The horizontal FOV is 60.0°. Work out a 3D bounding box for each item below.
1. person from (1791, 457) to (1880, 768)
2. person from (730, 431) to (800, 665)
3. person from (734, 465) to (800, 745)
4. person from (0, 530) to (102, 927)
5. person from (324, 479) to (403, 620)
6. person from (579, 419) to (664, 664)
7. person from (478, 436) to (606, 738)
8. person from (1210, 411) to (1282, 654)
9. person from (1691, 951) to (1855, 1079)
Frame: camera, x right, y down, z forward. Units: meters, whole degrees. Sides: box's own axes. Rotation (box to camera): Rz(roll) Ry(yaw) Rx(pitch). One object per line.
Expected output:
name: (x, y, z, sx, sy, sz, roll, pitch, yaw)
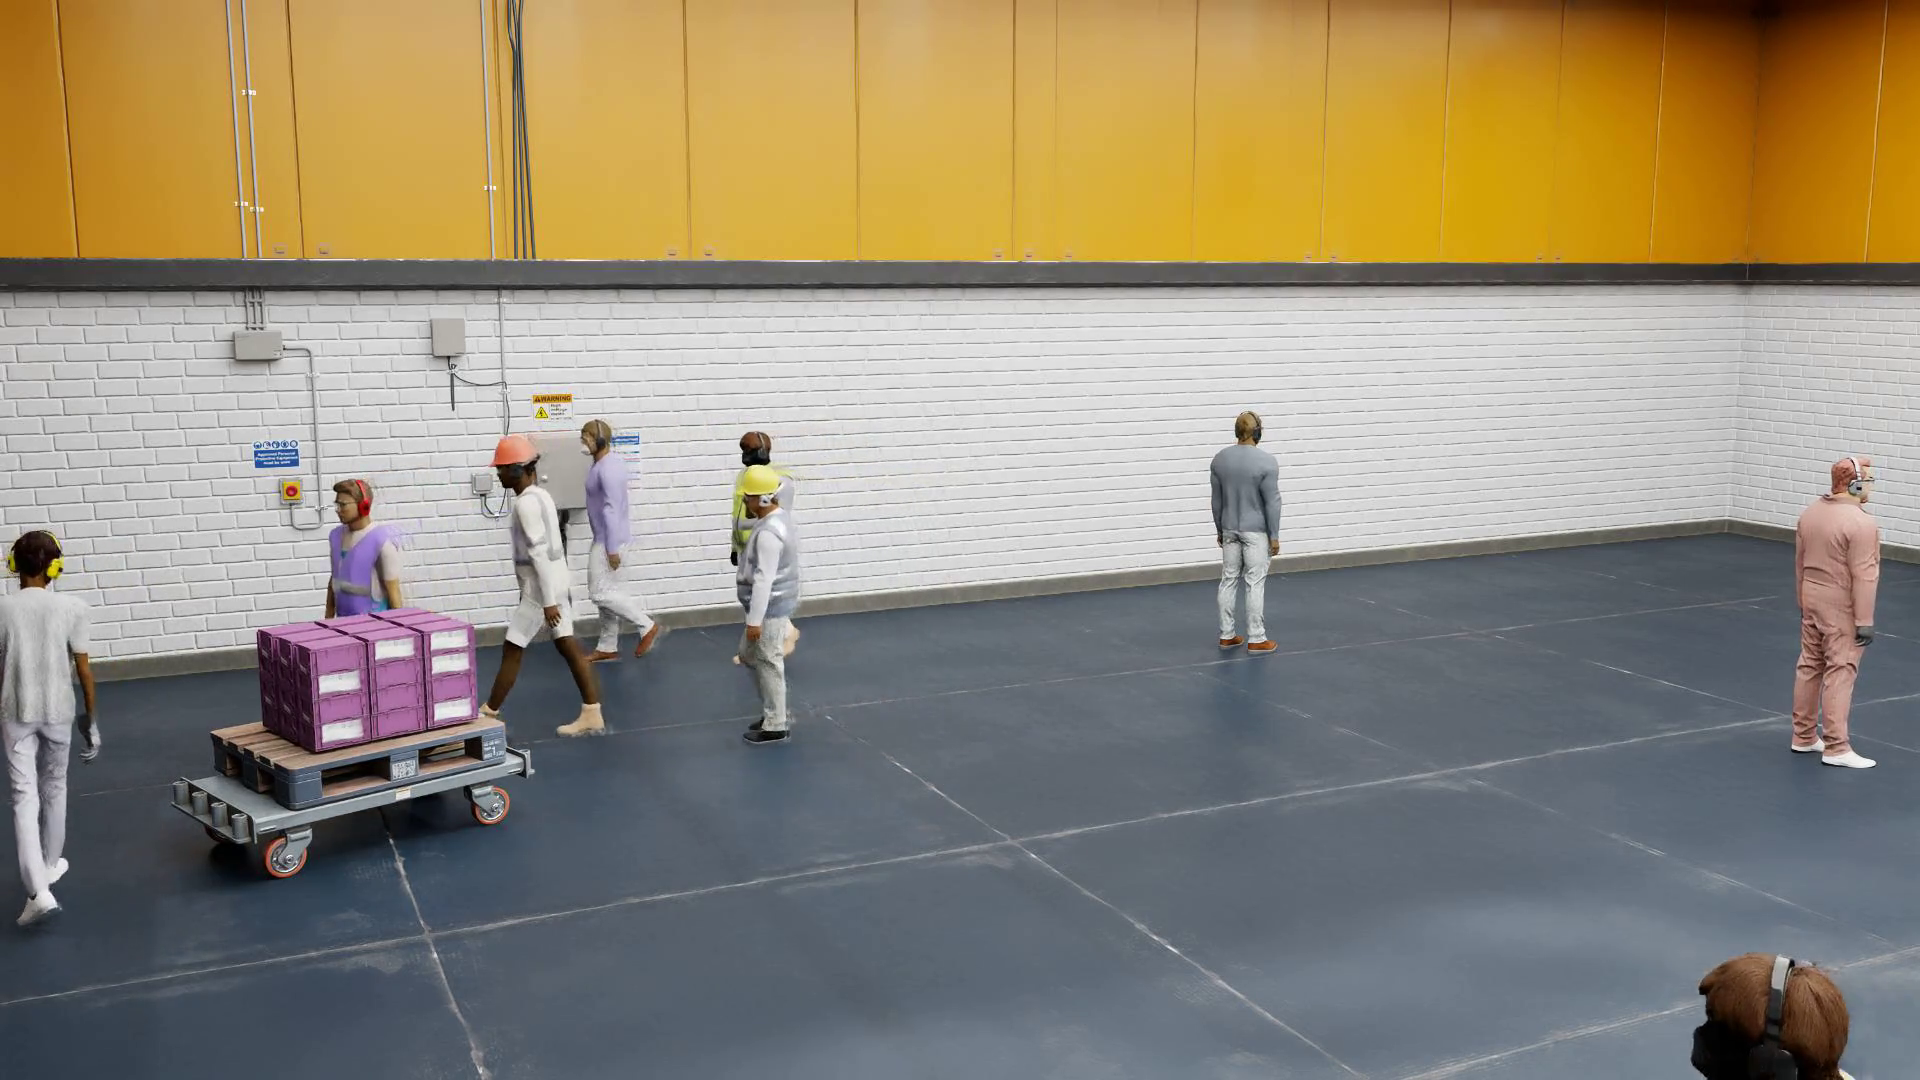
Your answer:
person: (5.439, 0.435, 10.281, 0.401, 1.910, 0.642, -1, 9, -5)
person: (-1.548, 0.068, 12.810, 0.444, 1.828, 0.647, -8, 12, -41)
person: (-1.252, 0.422, 10.614, 0.453, 1.819, 0.627, 0, 9, -3)
person: (-4.411, 0.869, 7.914, 0.572, 1.819, 0.984, -5, 11, -30)
person: (-3.612, 0.506, 10.179, 0.585, 1.809, 0.958, 8, 12, 40)
person: (-2.659, 0.020, 12.806, 0.548, 1.923, 0.637, -3, 9, -15)
person: (-2.817, 0.324, 10.743, 1.065, 1.980, 0.627, 0, 9, -3)
person: (2.282, -0.060, 13.258, 0.632, 1.940, 0.372, 9, 12, 43)
person: (1.448, 1.636, 3.057, 0.447, 1.832, 0.651, 5, 11, 30)
